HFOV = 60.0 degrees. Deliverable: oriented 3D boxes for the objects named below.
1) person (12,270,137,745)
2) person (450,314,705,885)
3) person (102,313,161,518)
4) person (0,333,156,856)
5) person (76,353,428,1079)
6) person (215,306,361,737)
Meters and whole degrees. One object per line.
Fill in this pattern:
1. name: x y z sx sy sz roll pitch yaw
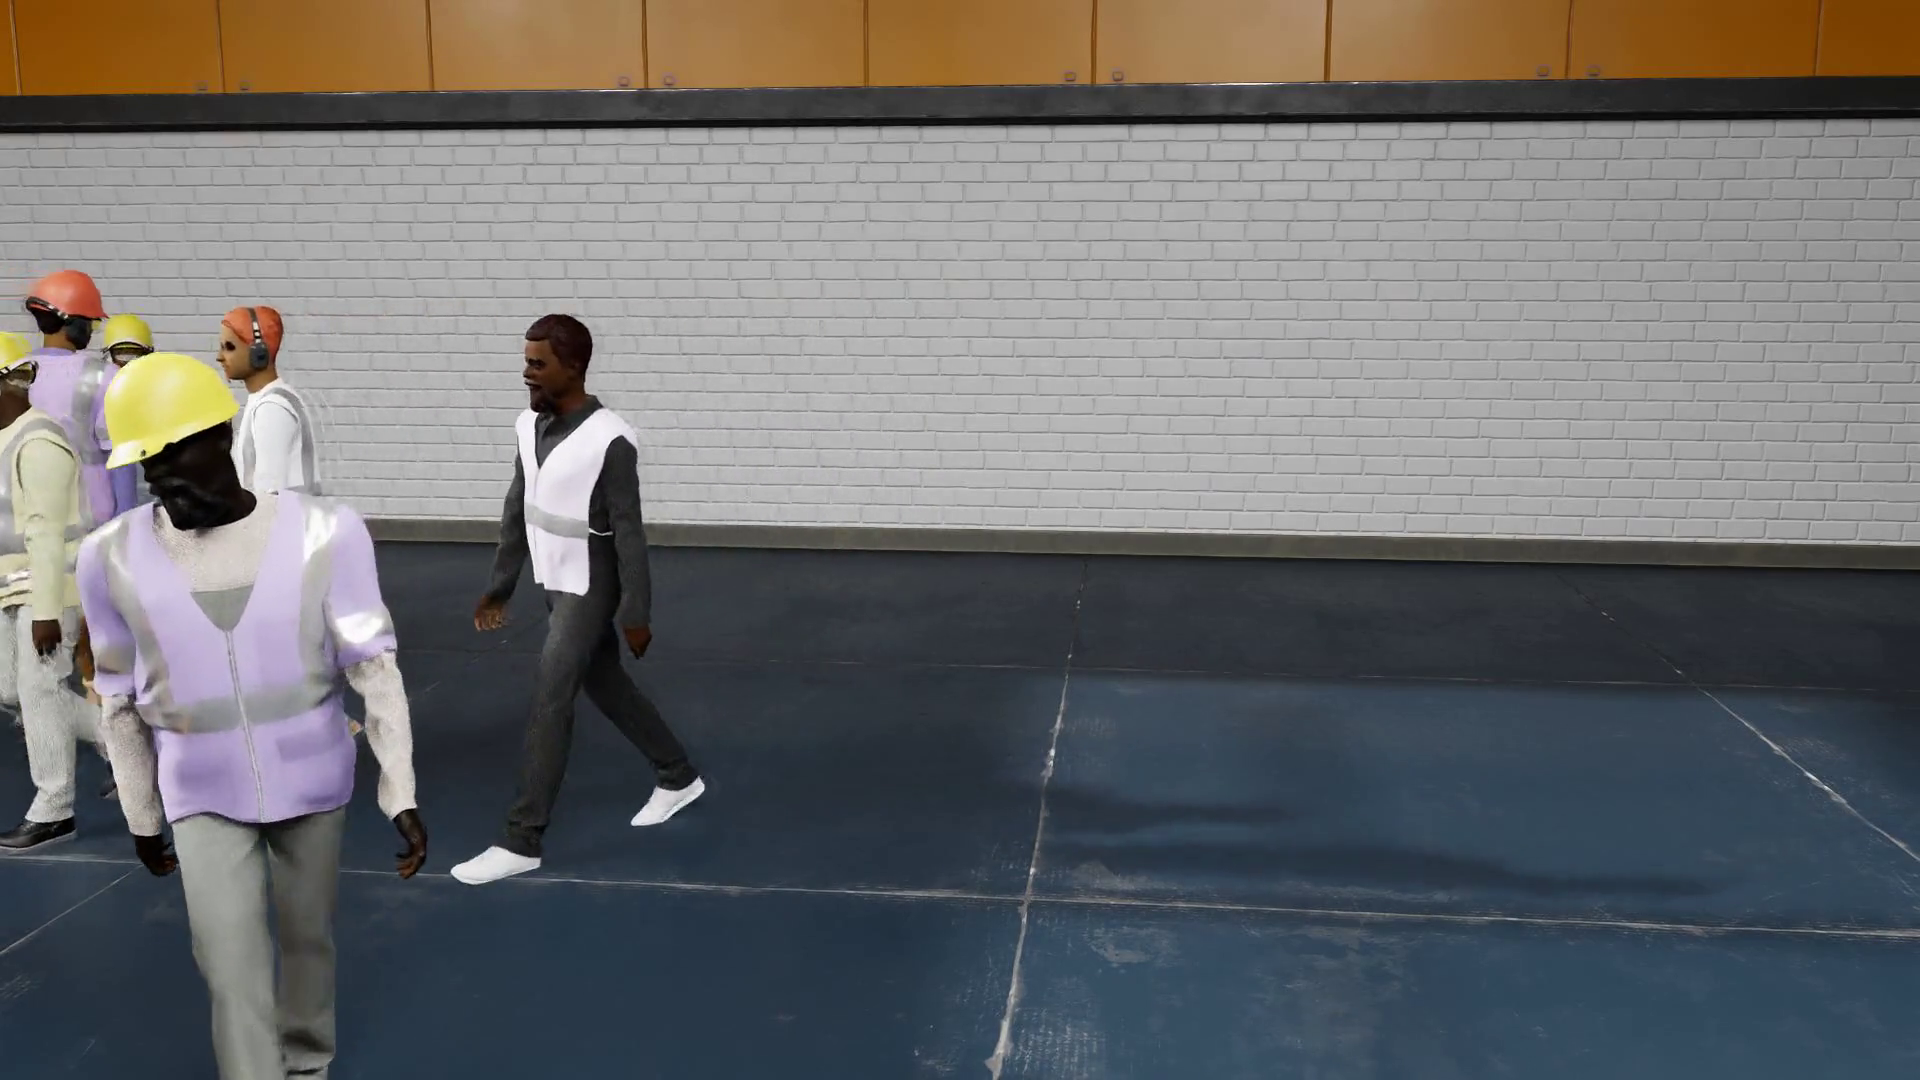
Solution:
1. person: -3.792 -0.135 7.016 0.605 2.003 0.980 1 10 4
2. person: -1.279 0.164 5.682 1.012 1.876 0.609 -8 13 -39
3. person: -3.865 -0.173 7.841 0.590 1.789 0.946 -4 11 -24
4. person: -3.192 0.164 5.845 0.610 1.806 0.544 10 14 44
5. person: -1.475 0.544 3.496 0.628 1.852 1.008 -4 11 -23
6. person: -2.609 0.056 6.300 0.404 1.871 0.584 -5 11 -28
